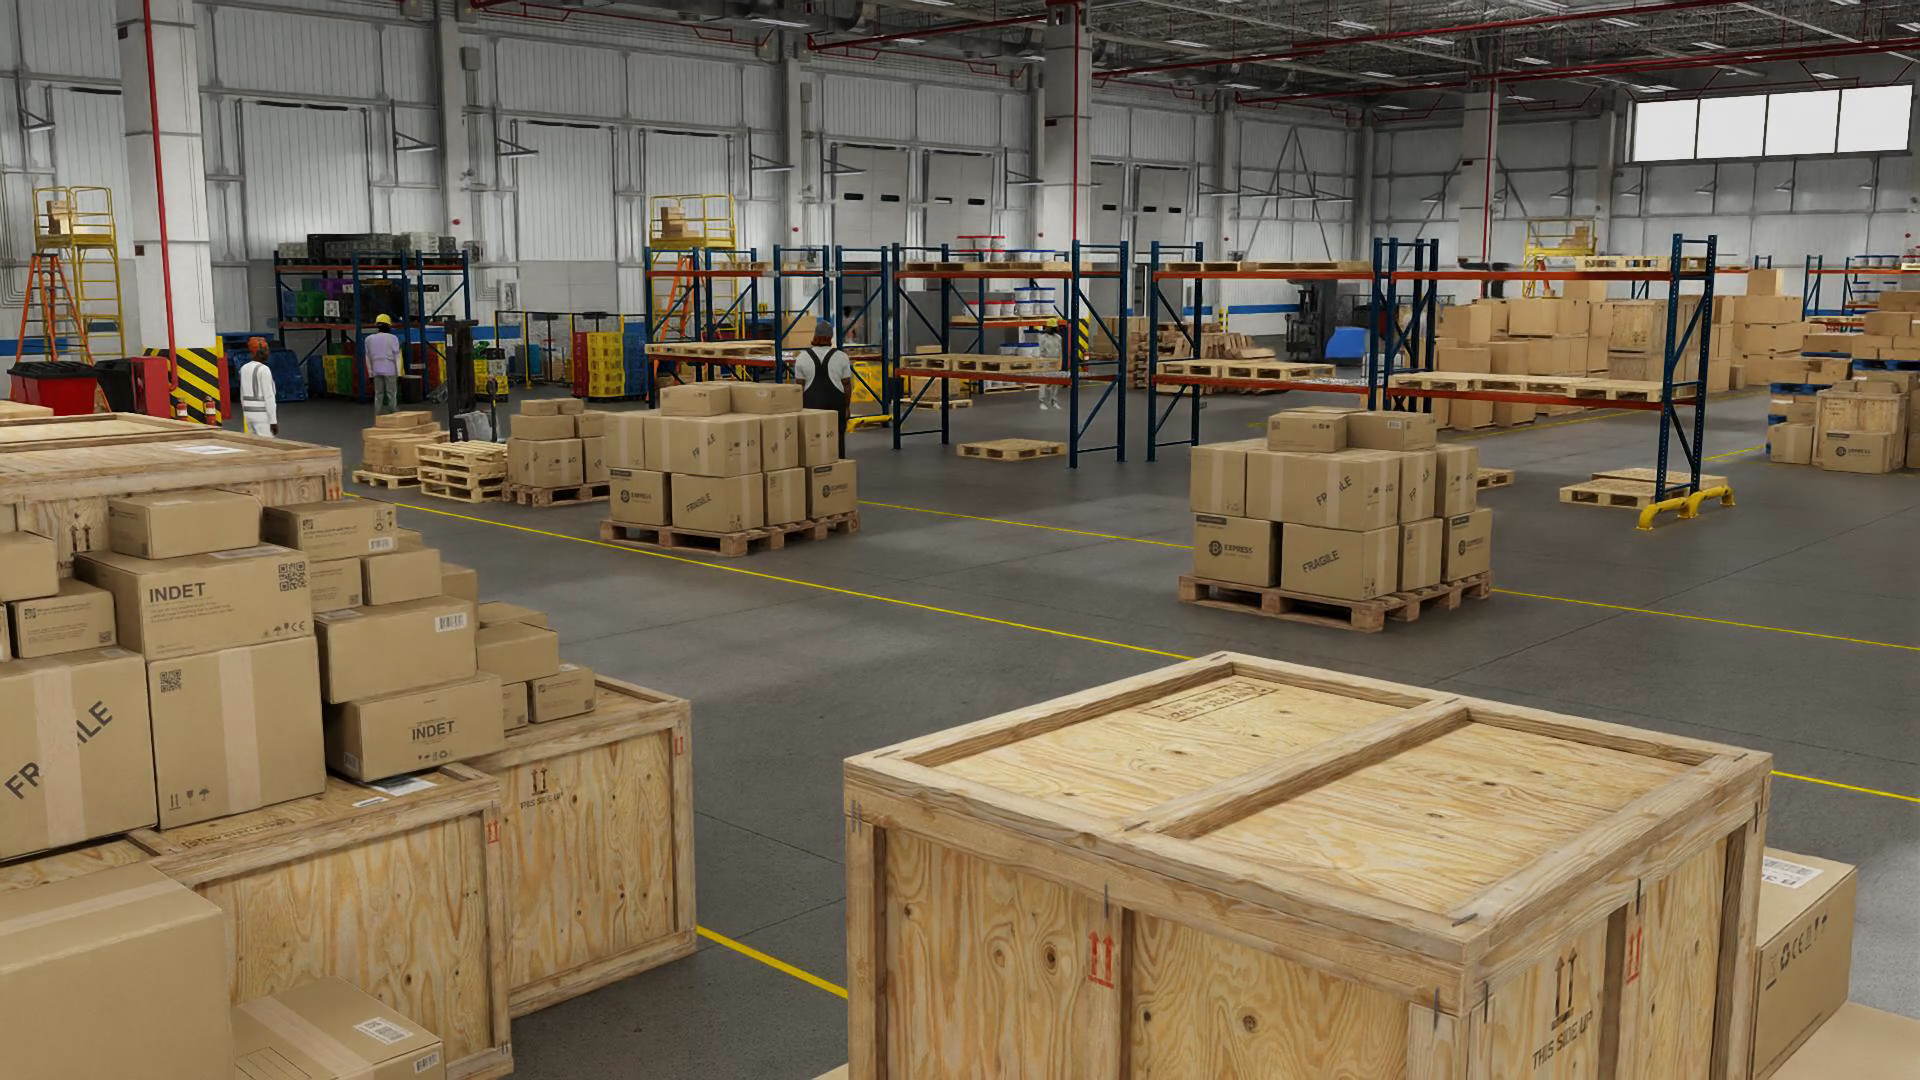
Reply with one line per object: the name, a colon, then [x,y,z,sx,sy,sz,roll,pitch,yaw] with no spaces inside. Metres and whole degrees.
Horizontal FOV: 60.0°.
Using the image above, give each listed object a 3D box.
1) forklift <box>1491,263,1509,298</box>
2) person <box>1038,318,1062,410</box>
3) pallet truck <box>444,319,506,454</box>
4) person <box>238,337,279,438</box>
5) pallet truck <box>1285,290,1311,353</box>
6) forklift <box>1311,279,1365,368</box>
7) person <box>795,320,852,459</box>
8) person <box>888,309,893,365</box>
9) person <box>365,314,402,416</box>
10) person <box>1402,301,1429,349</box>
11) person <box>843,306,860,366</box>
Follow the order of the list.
forklift: [14.963,-6.335,46.388,1.873,2.768,1.129,3,10,17]
person: [1.725,-3.333,31.494,0.486,1.735,0.330,-5,10,-27]
pallet truck: [-6.981,-1.942,22.150,1.885,1.965,0.823,1,9,9]
person: [-8.001,-1.377,19.039,0.573,1.883,0.357,8,12,39]
pallet truck: [11.297,-6.951,52.861,1.885,1.965,0.823,-5,11,-29]
forklift: [9.805,-6.000,44.334,1.873,2.768,1.129,0,9,2]
person: [-1.641,-1.649,20.221,0.679,2.000,0.537,1,9,3]
person: [-1.751,-5.234,43.554,0.665,1.597,0.559,9,13,44]
person: [-9.455,-2.750,27.349,0.585,1.918,0.381,1,9,6]
person: [10.776,-4.699,39.292,0.642,1.919,0.723,5,11,30]
person: [-3.033,-5.523,45.163,0.882,1.654,0.541,-7,11,-35]
